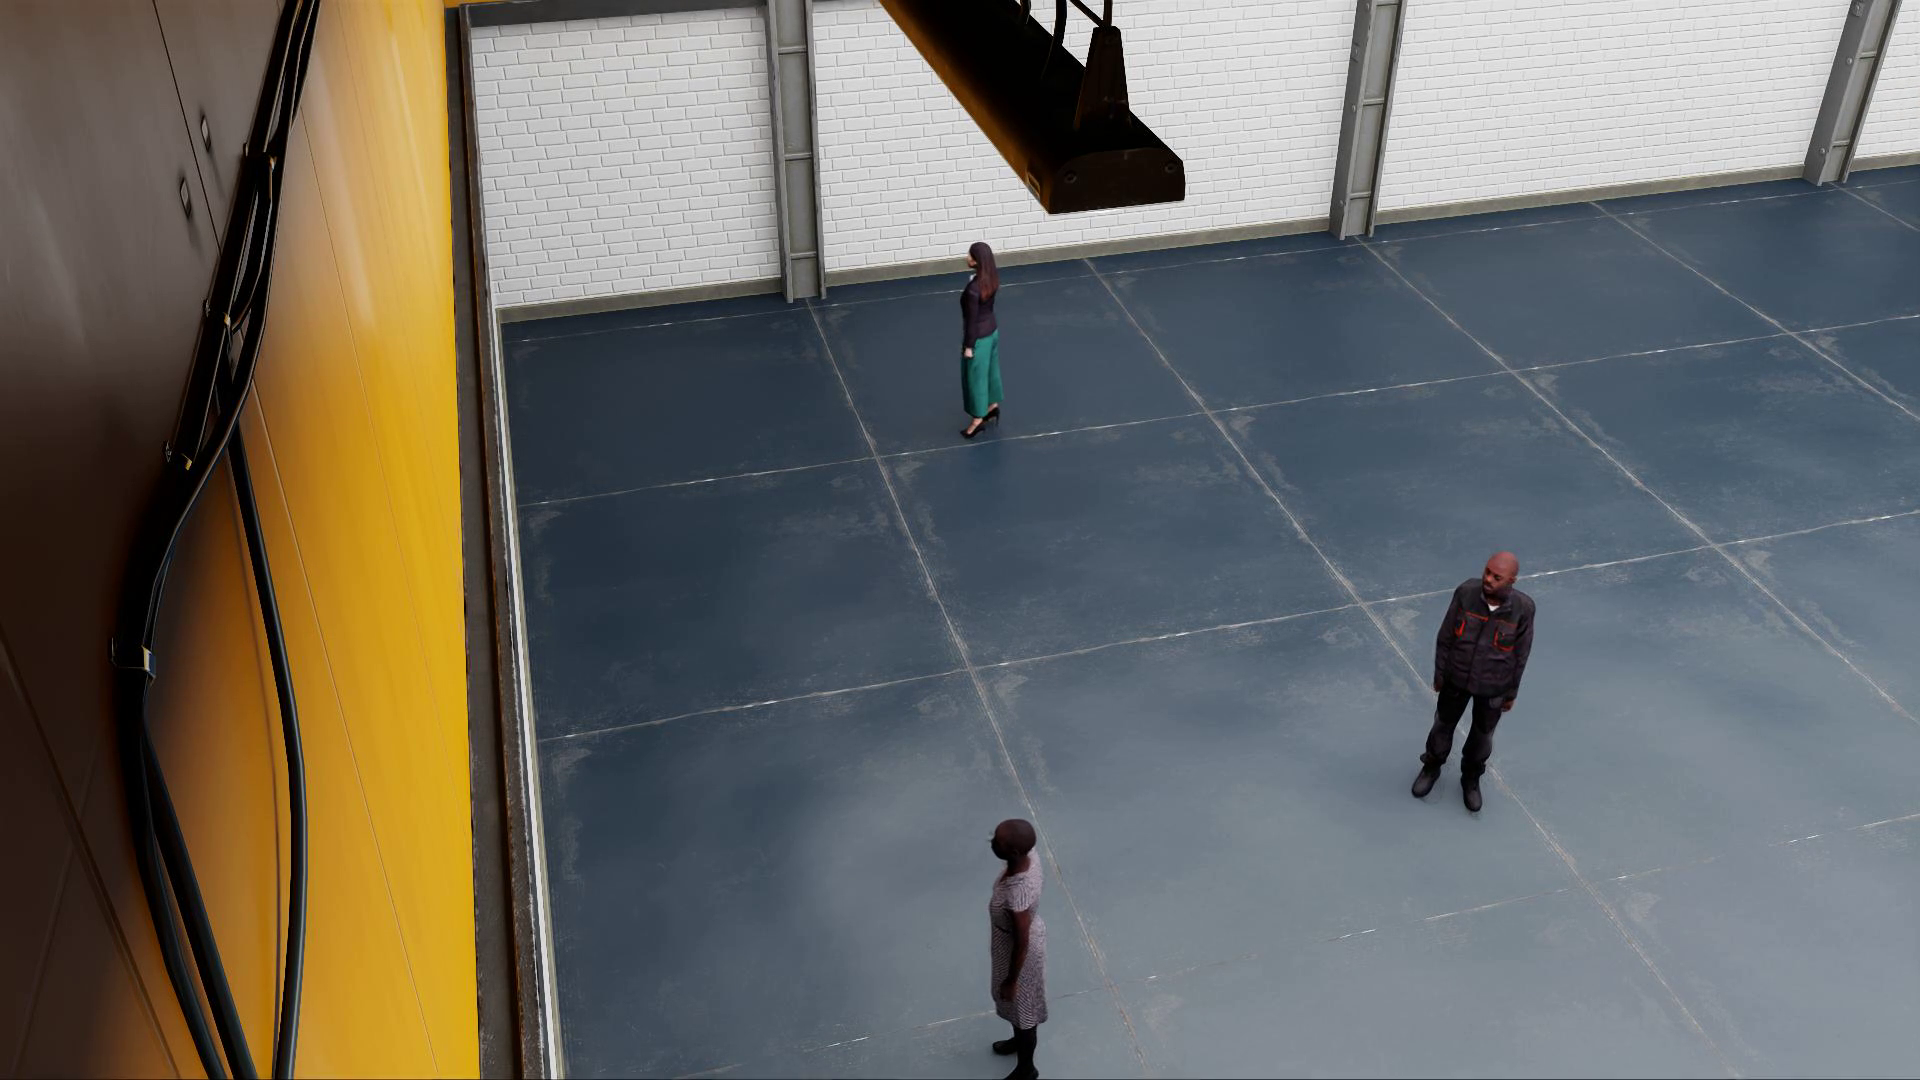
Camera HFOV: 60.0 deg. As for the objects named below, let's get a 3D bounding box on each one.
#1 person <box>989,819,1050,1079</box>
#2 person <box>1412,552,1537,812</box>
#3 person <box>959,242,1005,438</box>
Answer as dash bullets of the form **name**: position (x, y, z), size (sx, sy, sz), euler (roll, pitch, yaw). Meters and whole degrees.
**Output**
- **person**: position (0.290, 2.065, 8.277), size (0.643, 1.788, 0.673), euler (3, 34, 4)
- **person**: position (3.154, 0.812, 10.131), size (0.753, 1.823, 0.844), euler (13, 36, 19)
- **person**: position (0.177, -1.685, 13.964), size (0.748, 1.737, 0.711), euler (15, 36, 21)
